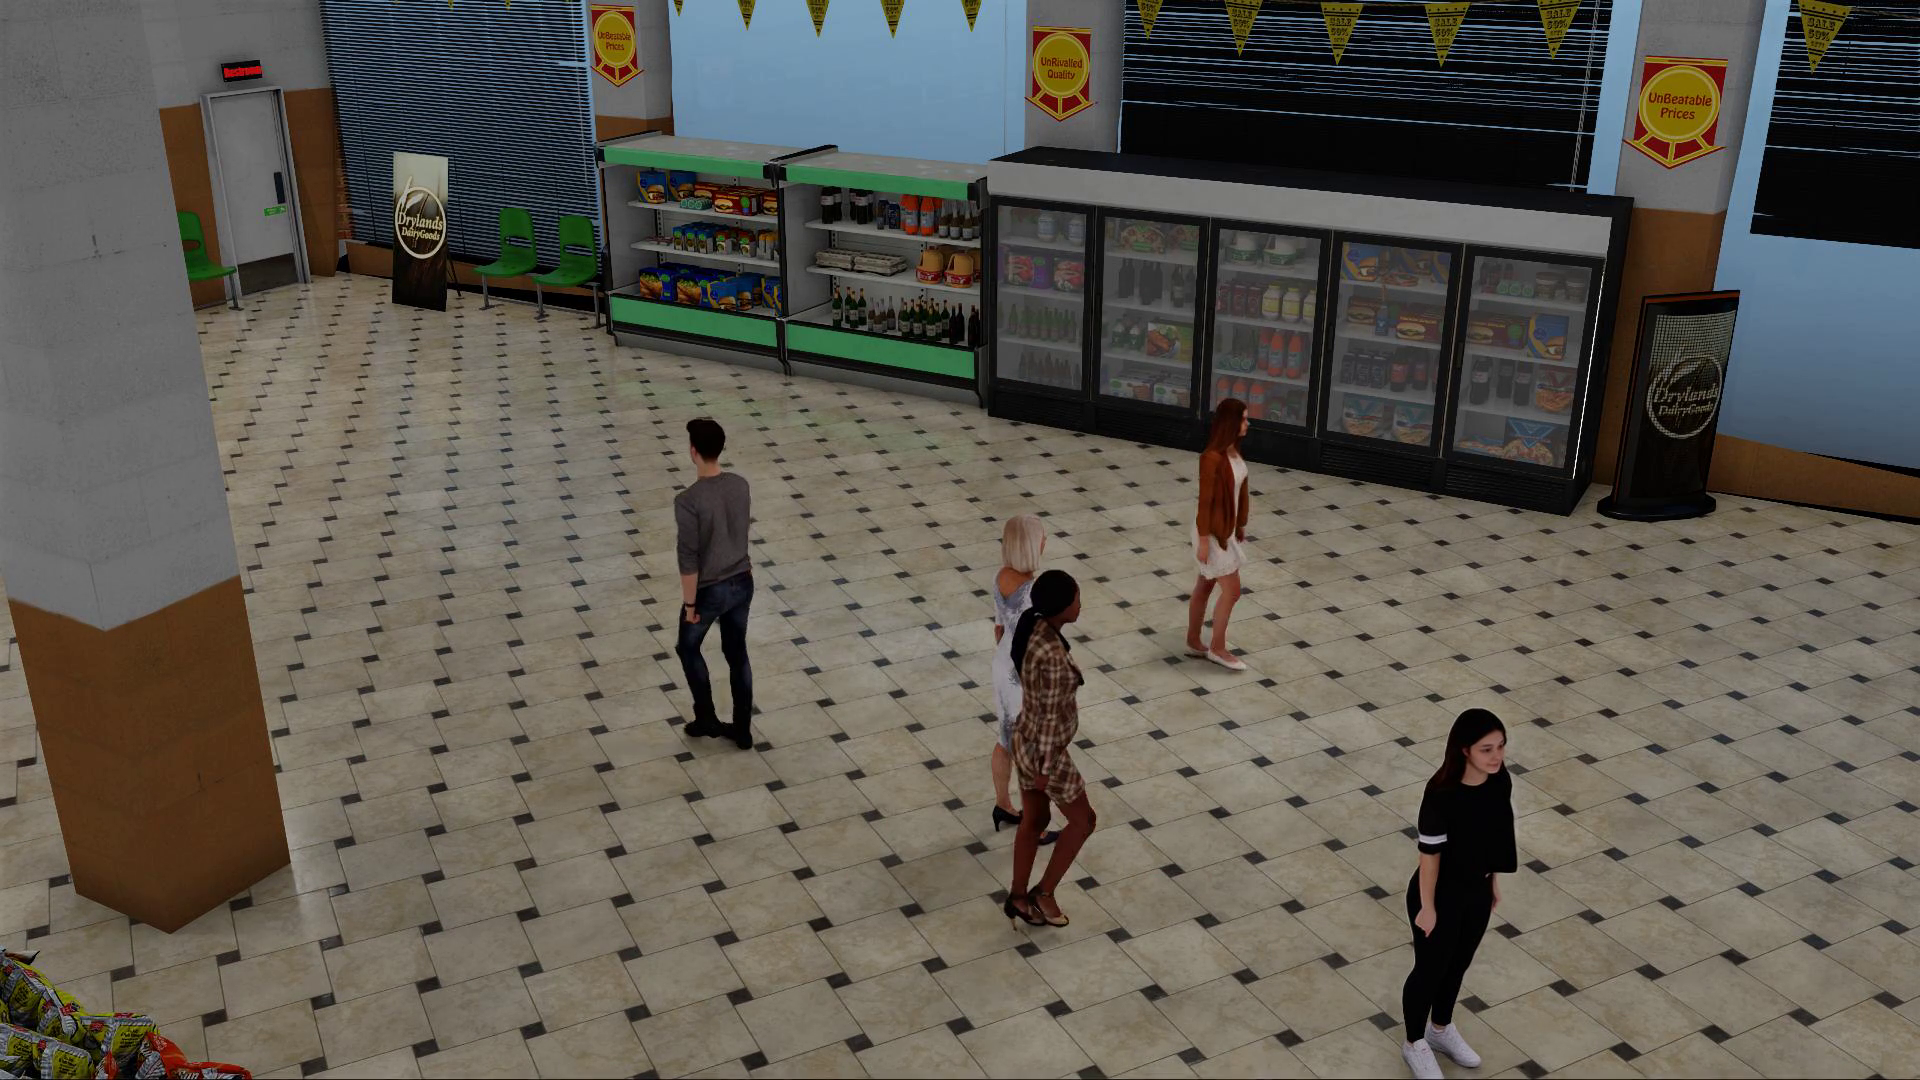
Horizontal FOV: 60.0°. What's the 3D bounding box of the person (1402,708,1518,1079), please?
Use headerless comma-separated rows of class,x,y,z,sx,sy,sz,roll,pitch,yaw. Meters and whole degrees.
person,1.975,1.400,6.628,0.704,1.639,0.724,-13,25,-30

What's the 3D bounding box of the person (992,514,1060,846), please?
person,0.308,0.693,8.238,0.694,1.752,0.576,-14,26,-32

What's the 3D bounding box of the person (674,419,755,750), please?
person,-1.259,0.294,9.052,0.789,1.884,0.786,-17,28,-36

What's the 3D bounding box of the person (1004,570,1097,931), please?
person,0.293,0.986,7.473,0.793,1.777,0.738,-4,22,-9

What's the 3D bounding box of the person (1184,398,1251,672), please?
person,1.480,-0.052,10.145,0.703,1.711,0.673,9,24,21
